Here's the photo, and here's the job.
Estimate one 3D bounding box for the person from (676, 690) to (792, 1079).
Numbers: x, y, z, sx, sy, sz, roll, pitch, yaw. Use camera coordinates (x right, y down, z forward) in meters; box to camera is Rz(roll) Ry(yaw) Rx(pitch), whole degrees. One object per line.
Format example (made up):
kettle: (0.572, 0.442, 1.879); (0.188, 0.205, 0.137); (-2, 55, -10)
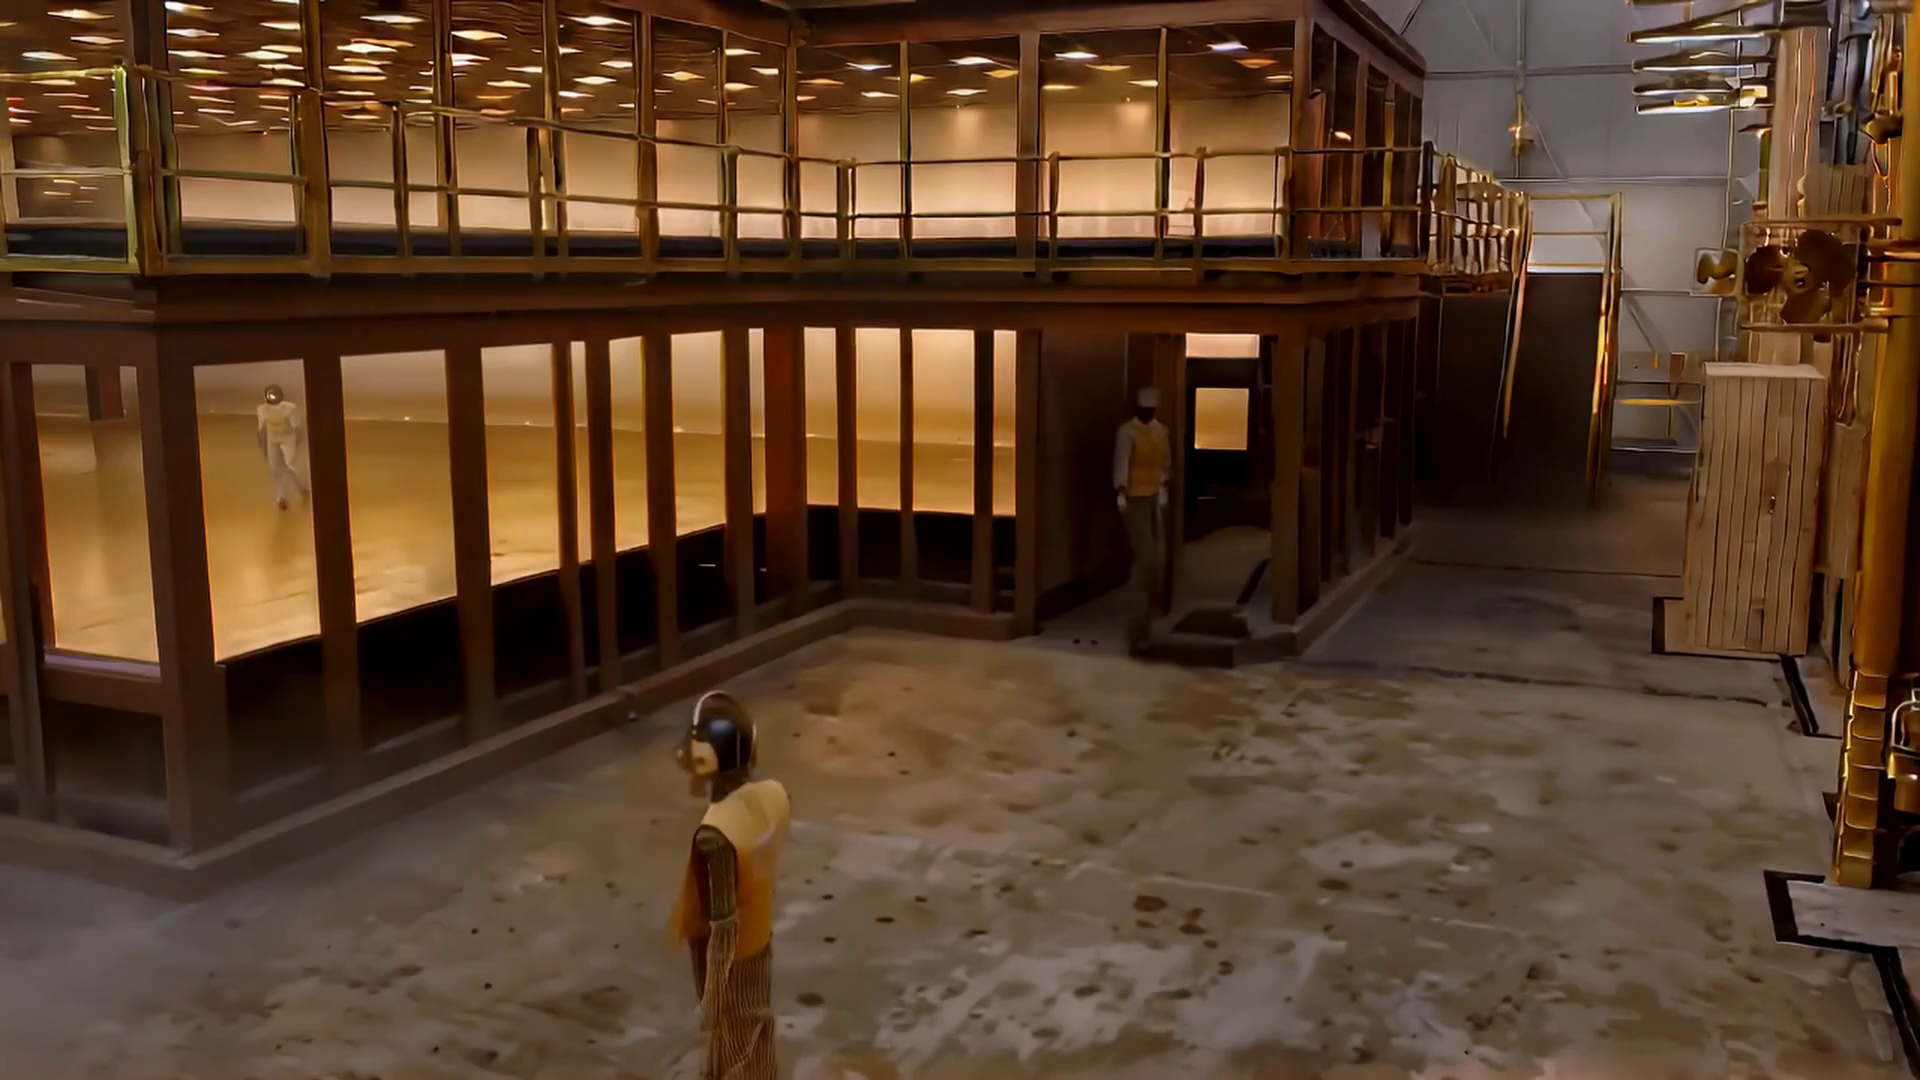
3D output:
person: (-0.670, 1.347, 4.892); (0.327, 1.865, 0.519); (3, 10, 17)

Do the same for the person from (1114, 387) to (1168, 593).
person: (1.723, -0.476, 15.813); (0.649, 1.971, 0.461); (-8, 12, -39)
